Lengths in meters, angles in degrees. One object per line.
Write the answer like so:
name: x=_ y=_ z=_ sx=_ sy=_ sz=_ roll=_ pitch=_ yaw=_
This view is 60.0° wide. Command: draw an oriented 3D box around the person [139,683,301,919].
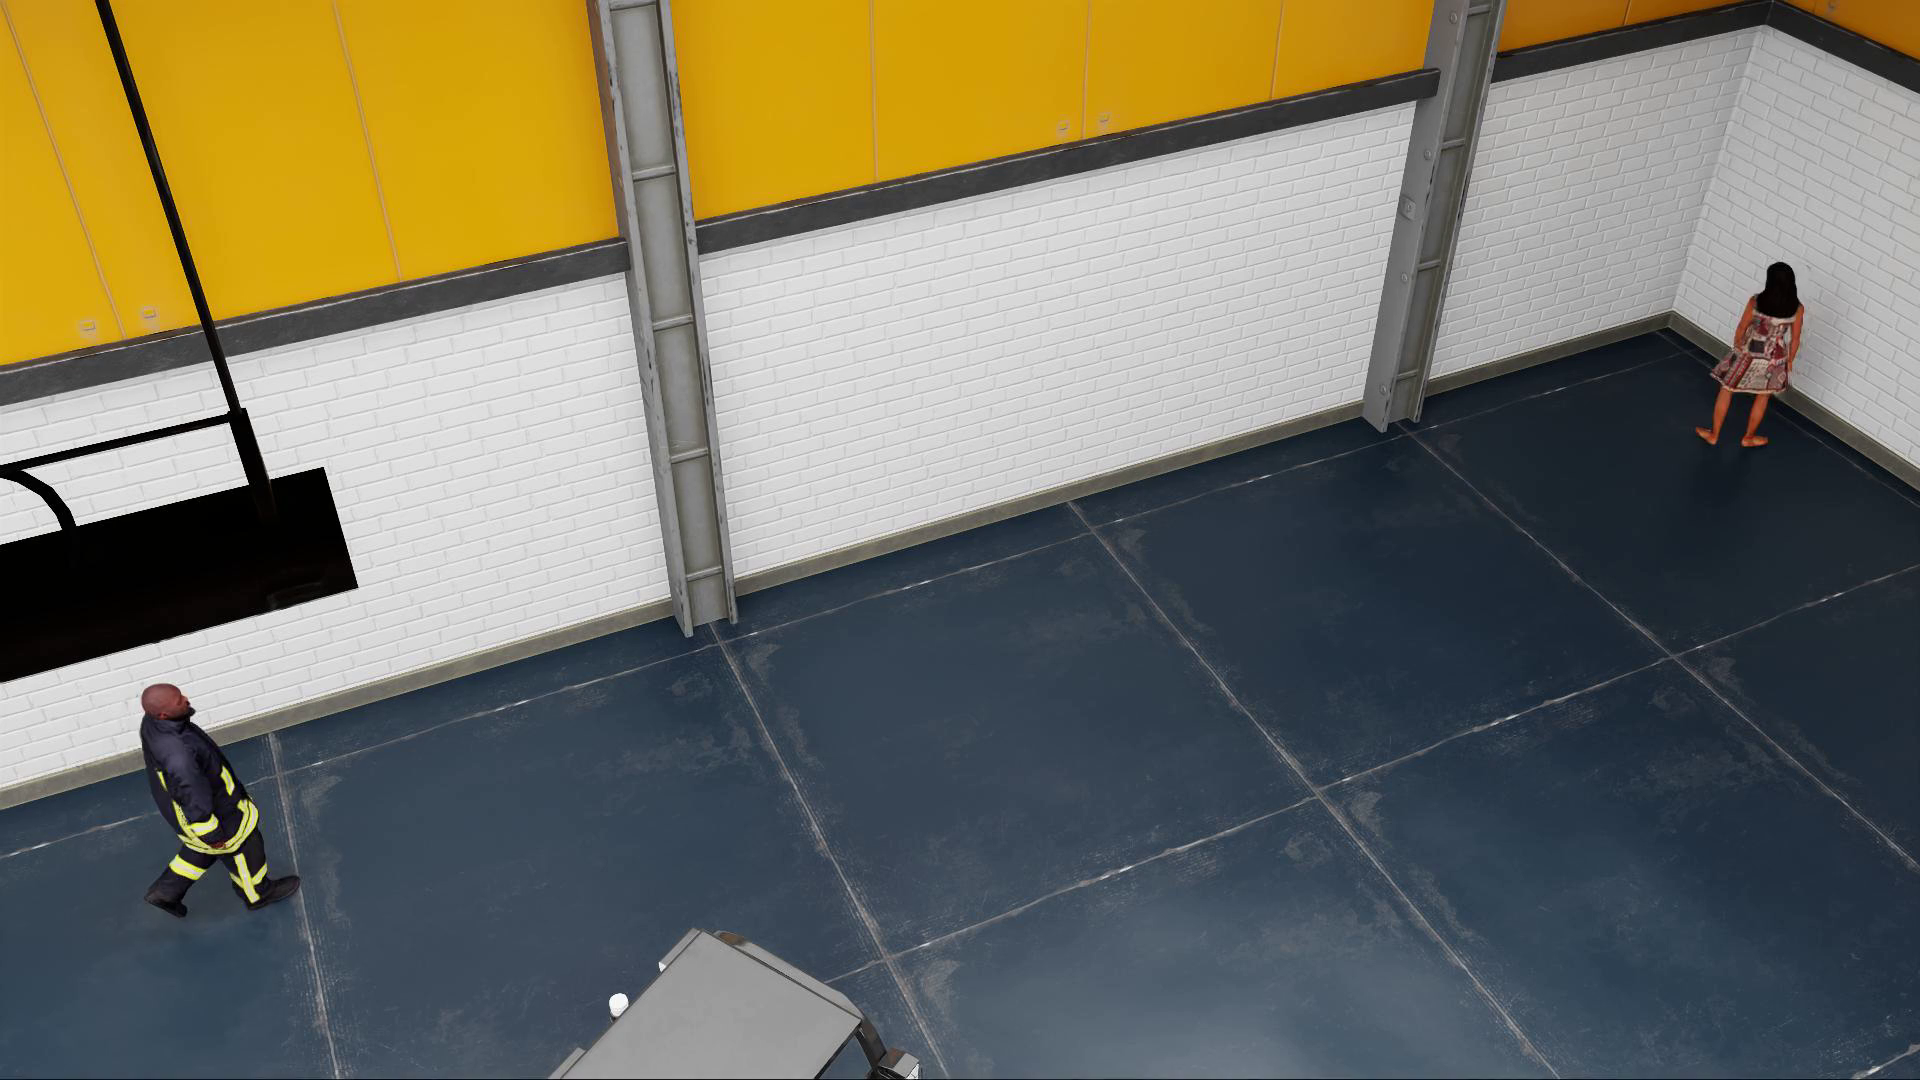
person: x=-4.343 y=1.496 z=9.342 sx=1.104 sy=1.806 sz=0.885 roll=-26 pitch=45 yaw=-29

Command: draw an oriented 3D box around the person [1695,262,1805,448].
person: x=6.356 y=-1.447 z=13.168 sx=0.811 sy=1.629 sz=0.867 roll=25 pitch=45 yaw=28
